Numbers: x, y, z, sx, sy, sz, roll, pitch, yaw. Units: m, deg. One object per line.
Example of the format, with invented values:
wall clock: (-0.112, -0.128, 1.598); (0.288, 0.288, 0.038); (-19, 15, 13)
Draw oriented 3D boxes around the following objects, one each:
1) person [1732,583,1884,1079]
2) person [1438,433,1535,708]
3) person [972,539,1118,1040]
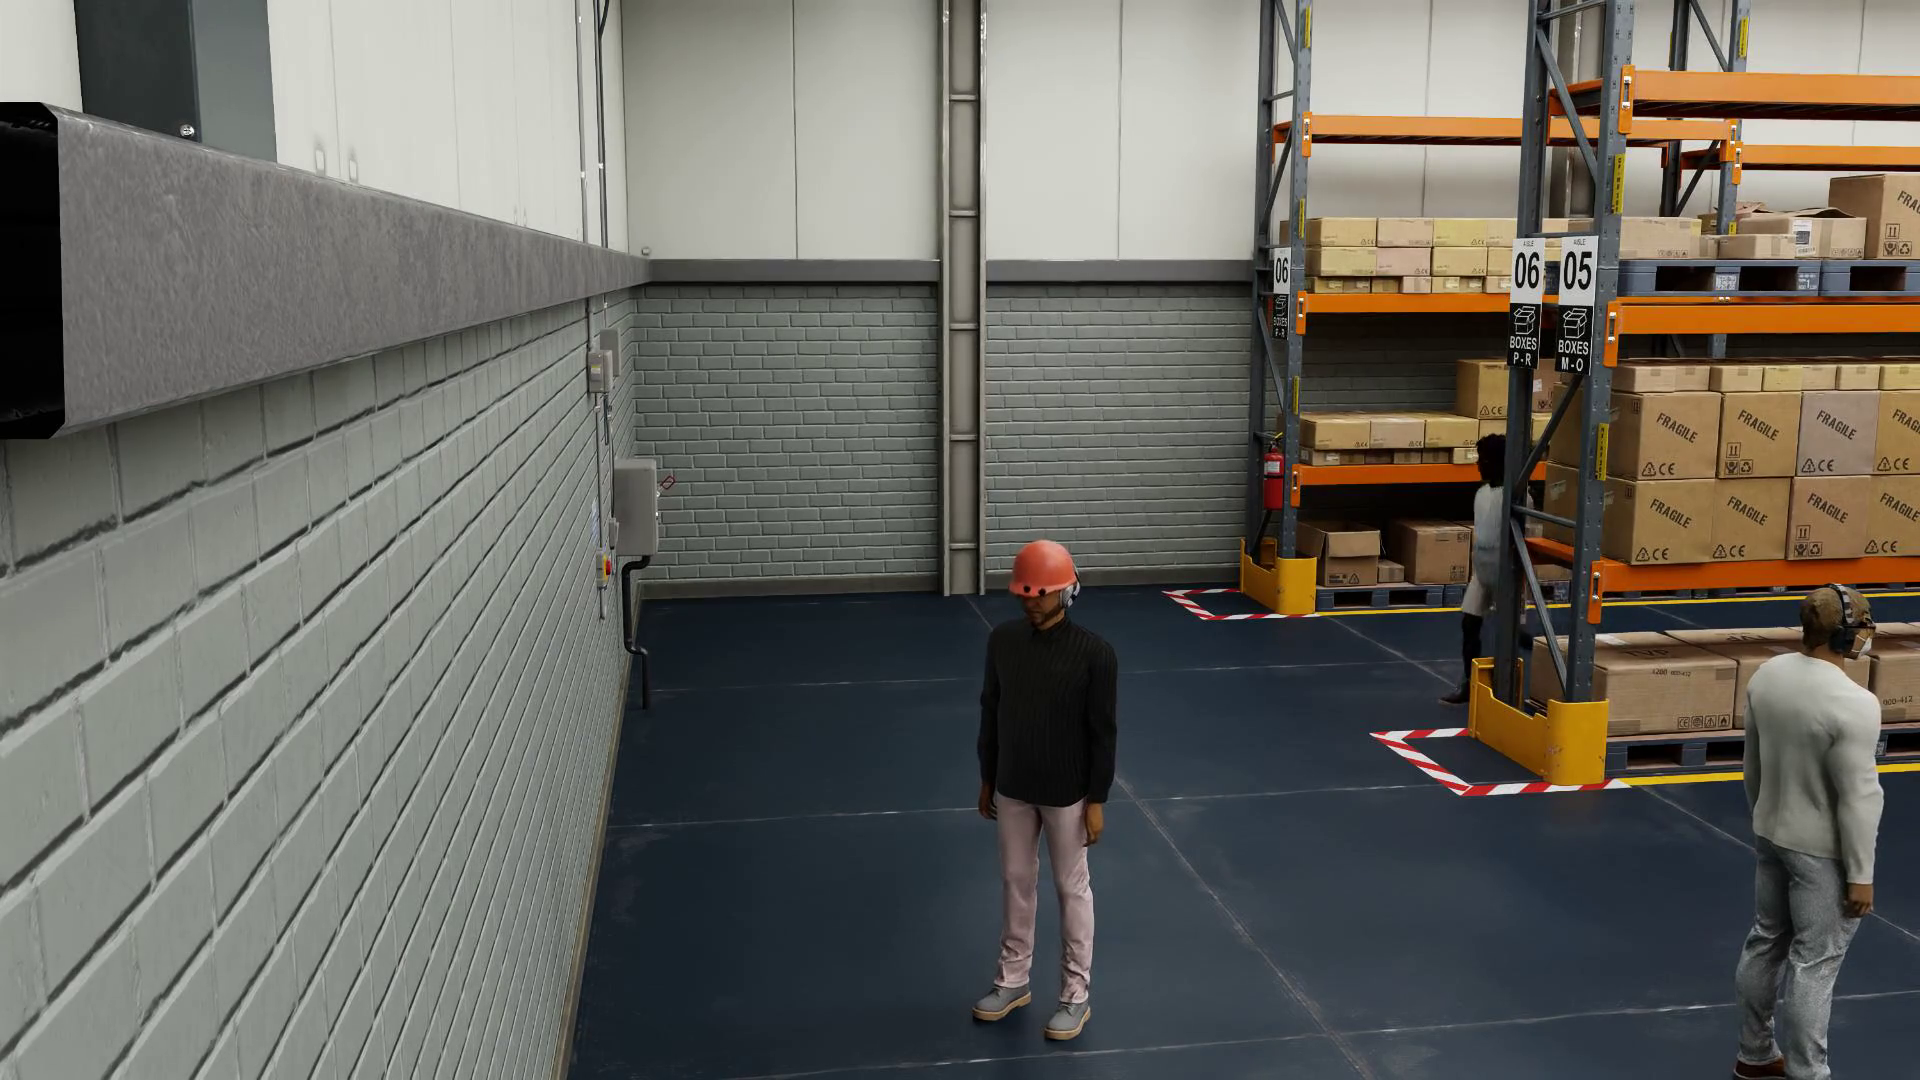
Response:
person: (3.061, 1.107, 5.980); (0.367, 1.939, 0.635); (-1, 9, -9)
person: (3.798, 0.215, 11.520); (0.854, 1.934, 0.602); (-3, 10, -19)
person: (0.327, 0.977, 6.622); (0.609, 1.993, 0.382); (6, 11, 33)
